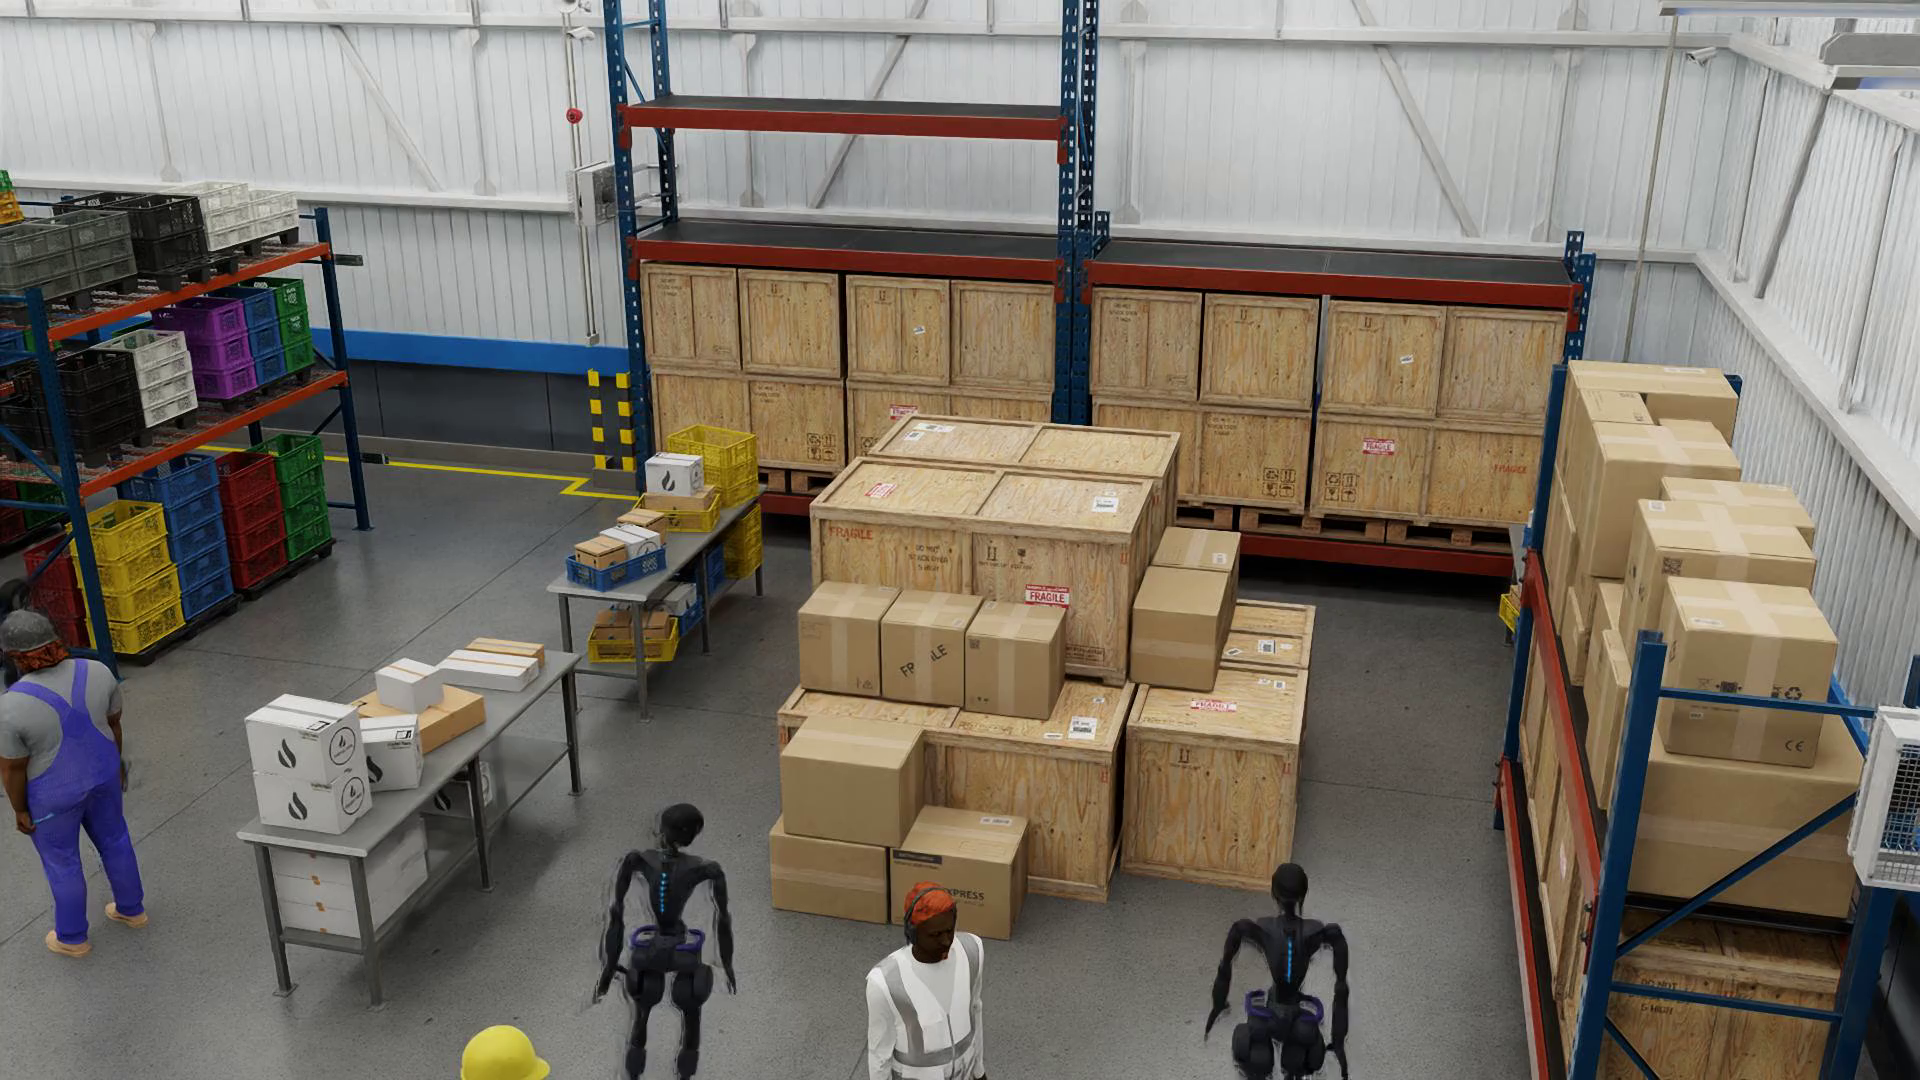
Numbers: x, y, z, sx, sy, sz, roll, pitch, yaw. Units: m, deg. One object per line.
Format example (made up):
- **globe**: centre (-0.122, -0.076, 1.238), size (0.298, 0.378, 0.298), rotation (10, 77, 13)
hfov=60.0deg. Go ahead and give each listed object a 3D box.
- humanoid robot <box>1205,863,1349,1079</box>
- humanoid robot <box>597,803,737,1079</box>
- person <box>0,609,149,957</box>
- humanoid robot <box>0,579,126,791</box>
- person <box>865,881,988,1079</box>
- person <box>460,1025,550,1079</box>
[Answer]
- **humanoid robot**: centre (1.421, 2.179, 7.449), size (0.615, 1.627, 0.788), rotation (2, 21, 5)
- **humanoid robot**: centre (-1.384, 2.001, 7.854), size (0.634, 1.622, 0.430), rotation (2, 21, 6)
- **person**: centre (-4.936, 1.309, 9.142), size (0.535, 2.000, 0.678), rotation (12, 24, 29)
- **humanoid robot**: centre (-5.767, 0.963, 10.573), size (0.612, 1.632, 0.538), rotation (10, 23, 25)
- **person**: centre (-0.120, 2.254, 6.890), size (0.573, 1.882, 0.356), rotation (-16, 26, -36)
- **person**: centre (-1.609, 2.581, 5.976), size (0.587, 1.923, 0.379), rotation (18, 27, 39)
